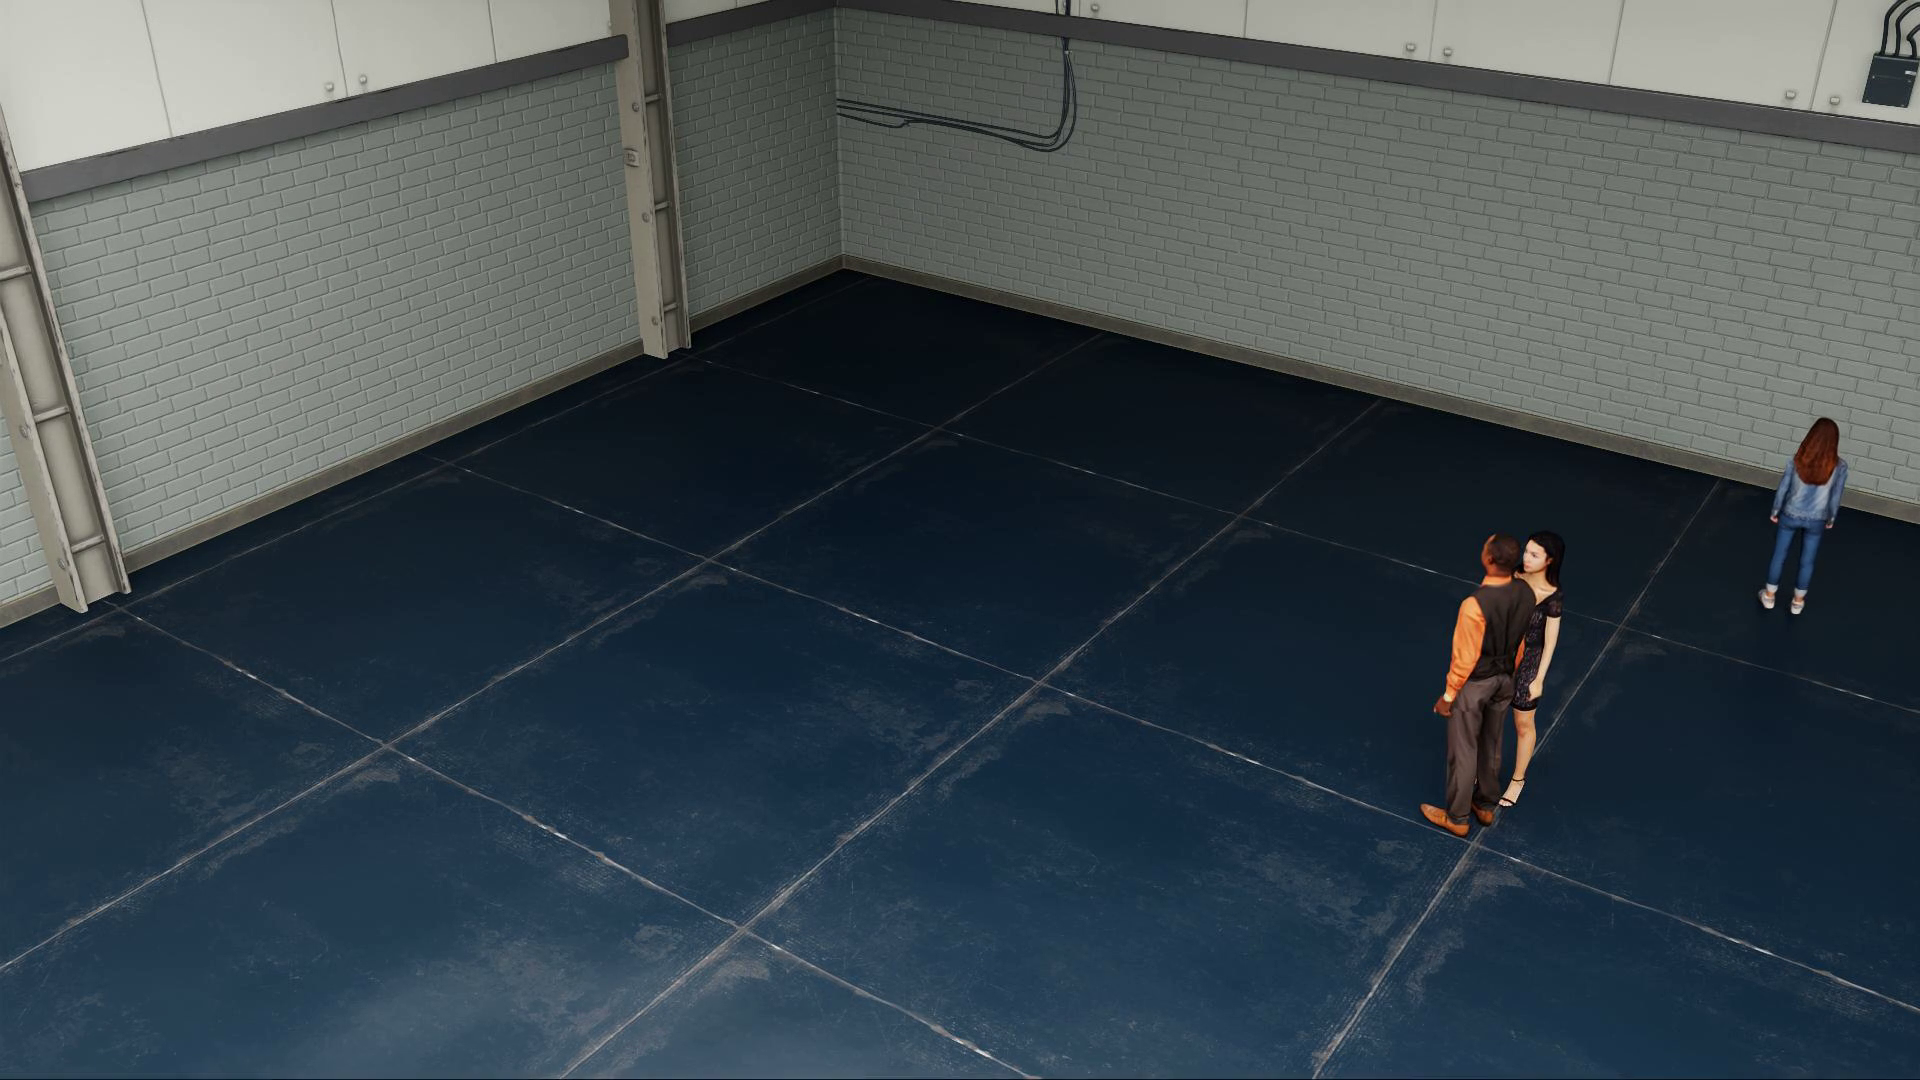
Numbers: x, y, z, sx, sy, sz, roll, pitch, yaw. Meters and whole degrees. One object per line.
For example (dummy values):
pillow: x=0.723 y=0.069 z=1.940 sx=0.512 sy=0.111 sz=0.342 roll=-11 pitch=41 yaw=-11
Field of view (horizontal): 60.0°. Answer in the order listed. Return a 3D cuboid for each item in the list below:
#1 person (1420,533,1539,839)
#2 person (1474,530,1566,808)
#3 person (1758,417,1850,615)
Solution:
person: x=2.968 y=0.823 z=9.427 sx=0.720 sy=1.907 sz=0.847 roll=-13 pitch=31 yaw=-24
person: x=3.259 y=0.742 z=9.700 sx=0.606 sy=1.792 sz=0.646 roll=-18 pitch=33 yaw=-30
person: x=5.962 y=-0.169 z=11.749 sx=0.594 sy=1.475 sz=0.541 roll=12 pitch=30 yaw=21
